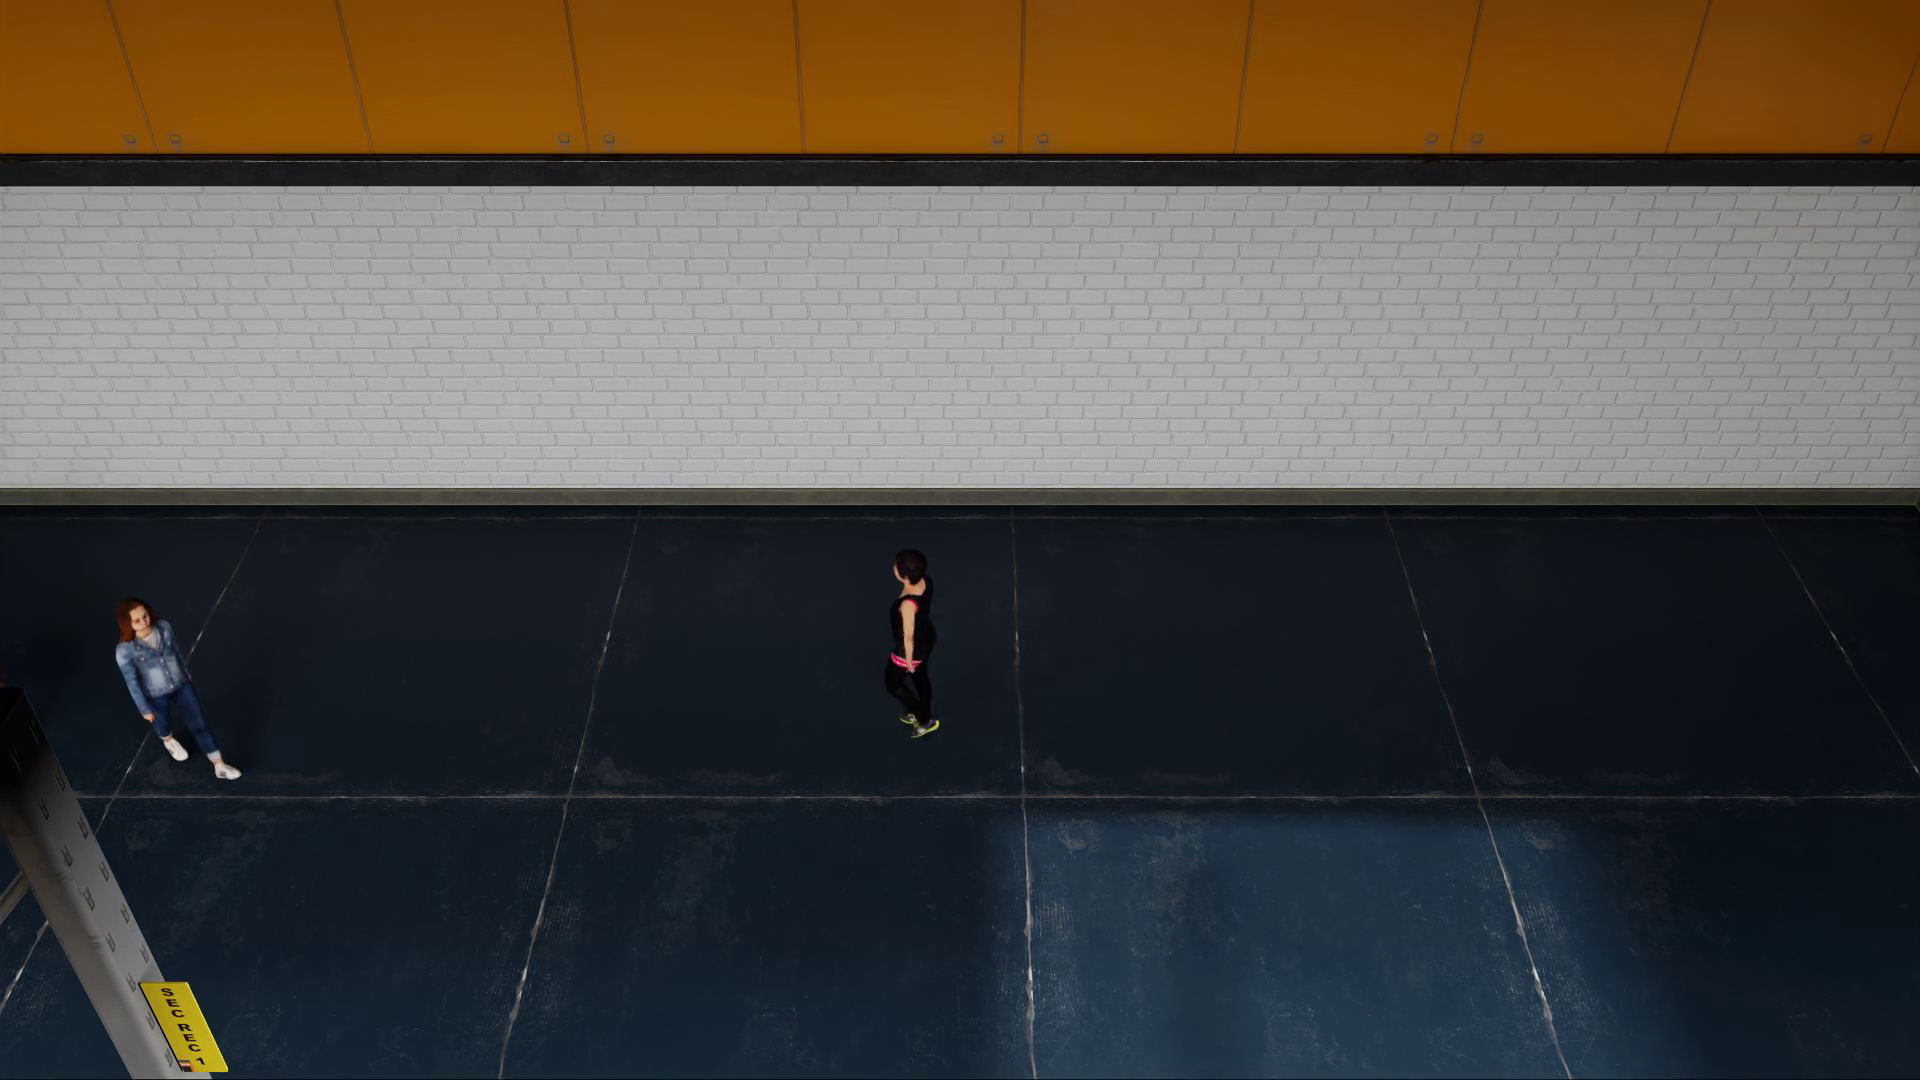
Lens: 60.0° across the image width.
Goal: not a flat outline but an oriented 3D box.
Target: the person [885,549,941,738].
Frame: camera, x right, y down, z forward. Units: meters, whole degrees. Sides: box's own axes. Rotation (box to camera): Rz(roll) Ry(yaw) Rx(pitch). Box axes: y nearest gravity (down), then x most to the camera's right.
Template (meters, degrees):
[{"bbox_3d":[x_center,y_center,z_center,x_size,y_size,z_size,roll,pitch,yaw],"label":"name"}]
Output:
[{"bbox_3d":[-0.234,0.697,10.978,0.701,1.540,0.636,15,41,17],"label":"person"}]

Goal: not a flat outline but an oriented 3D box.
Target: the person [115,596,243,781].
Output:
[{"bbox_3d":[-5.192,0.936,10.757,0.995,1.442,1.018,24,44,27],"label":"person"}]
